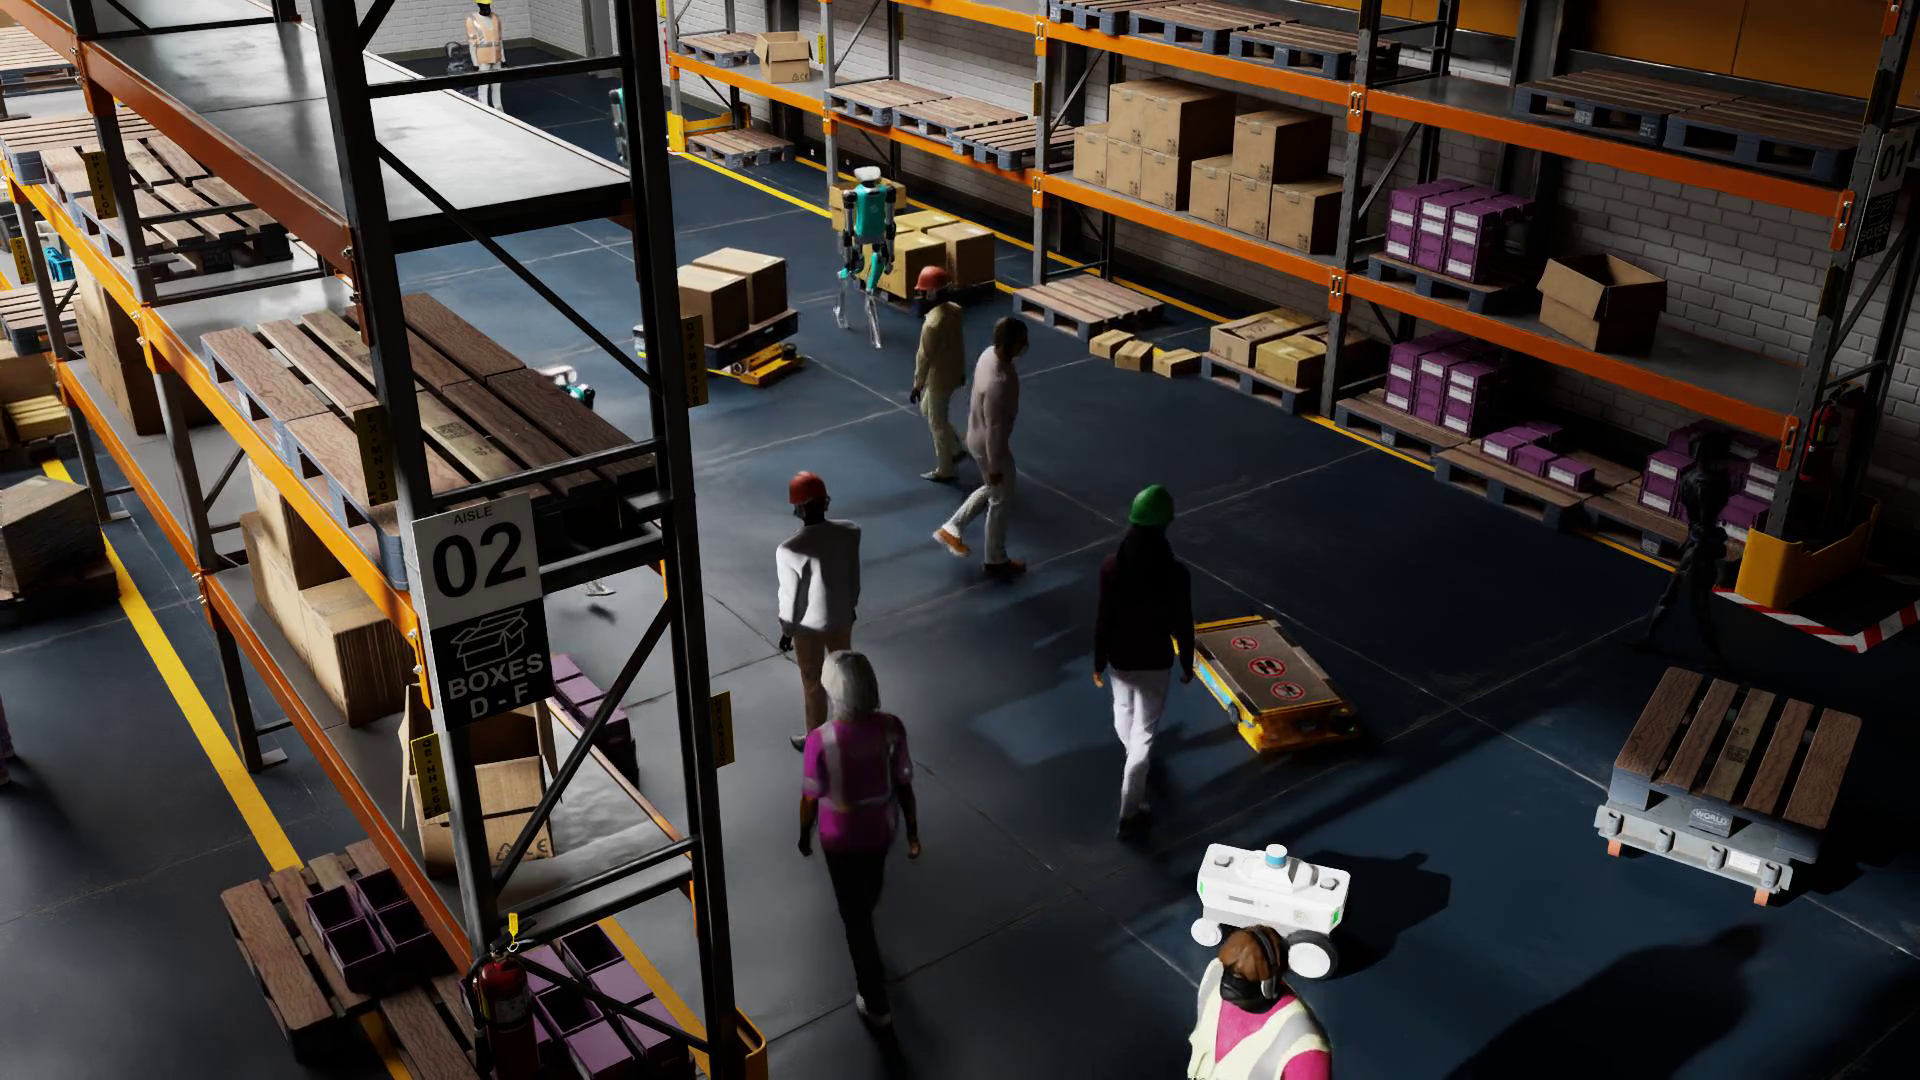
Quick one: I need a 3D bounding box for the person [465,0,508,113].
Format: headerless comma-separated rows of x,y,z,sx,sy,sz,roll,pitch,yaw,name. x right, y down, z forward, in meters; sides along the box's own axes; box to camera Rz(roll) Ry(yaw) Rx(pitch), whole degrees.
-6.763,-6.912,23.890,0.368,1.928,0.584,19,32,32,person

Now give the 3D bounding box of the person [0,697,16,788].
-5.603,0.511,9.149,0.412,1.906,0.650,-9,28,-17,person

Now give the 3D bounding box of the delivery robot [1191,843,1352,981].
1.541,1.767,8.158,0.802,0.598,0.499,9,28,18,delivery robot

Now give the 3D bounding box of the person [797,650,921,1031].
-0.474,1.314,7.682,0.513,1.794,0.982,-12,29,-22,person

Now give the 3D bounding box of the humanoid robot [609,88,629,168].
-3.680,-4.432,19.254,0.540,1.864,0.745,-10,28,-19,humanoid robot

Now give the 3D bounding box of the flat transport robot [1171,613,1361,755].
1.853,0.843,10.311,0.659,0.231,1.431,-8,28,-15,flat transport robot

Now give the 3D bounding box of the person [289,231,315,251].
-6.064,-2.485,15.419,0.289,1.628,0.498,2,27,4,person

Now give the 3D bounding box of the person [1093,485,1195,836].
1.017,0.591,9.003,0.522,1.903,0.943,10,28,19,person

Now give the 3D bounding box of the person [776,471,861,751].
-0.816,0.422,9.505,0.563,1.740,0.347,-21,33,-35,person

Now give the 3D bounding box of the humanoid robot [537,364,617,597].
-2.794,-0.391,11.157,1.046,1.730,0.540,17,31,30,humanoid robot

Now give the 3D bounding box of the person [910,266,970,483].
-0.173,-1.271,12.880,0.388,1.732,0.582,8,28,15,person

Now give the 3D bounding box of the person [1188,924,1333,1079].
1.032,2.135,5.999,0.494,1.832,0.642,-13,30,-25,person

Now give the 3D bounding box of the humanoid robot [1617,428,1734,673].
4.603,0.068,10.347,0.739,1.623,0.609,9,28,17,humanoid robot

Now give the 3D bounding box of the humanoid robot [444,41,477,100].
-6.447,-5.626,21.609,0.439,1.650,0.601,-15,30,-27,humanoid robot

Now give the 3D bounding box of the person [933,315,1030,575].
0.177,-0.638,11.429,0.578,1.915,0.659,-2,27,-4,person

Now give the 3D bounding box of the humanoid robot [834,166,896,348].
-0.986,-2.755,15.882,0.533,1.778,0.999,-13,29,-24,humanoid robot

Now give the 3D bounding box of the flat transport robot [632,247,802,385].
-2.243,-1.748,15.464,1.431,0.231,0.659,15,31,28,flat transport robot
